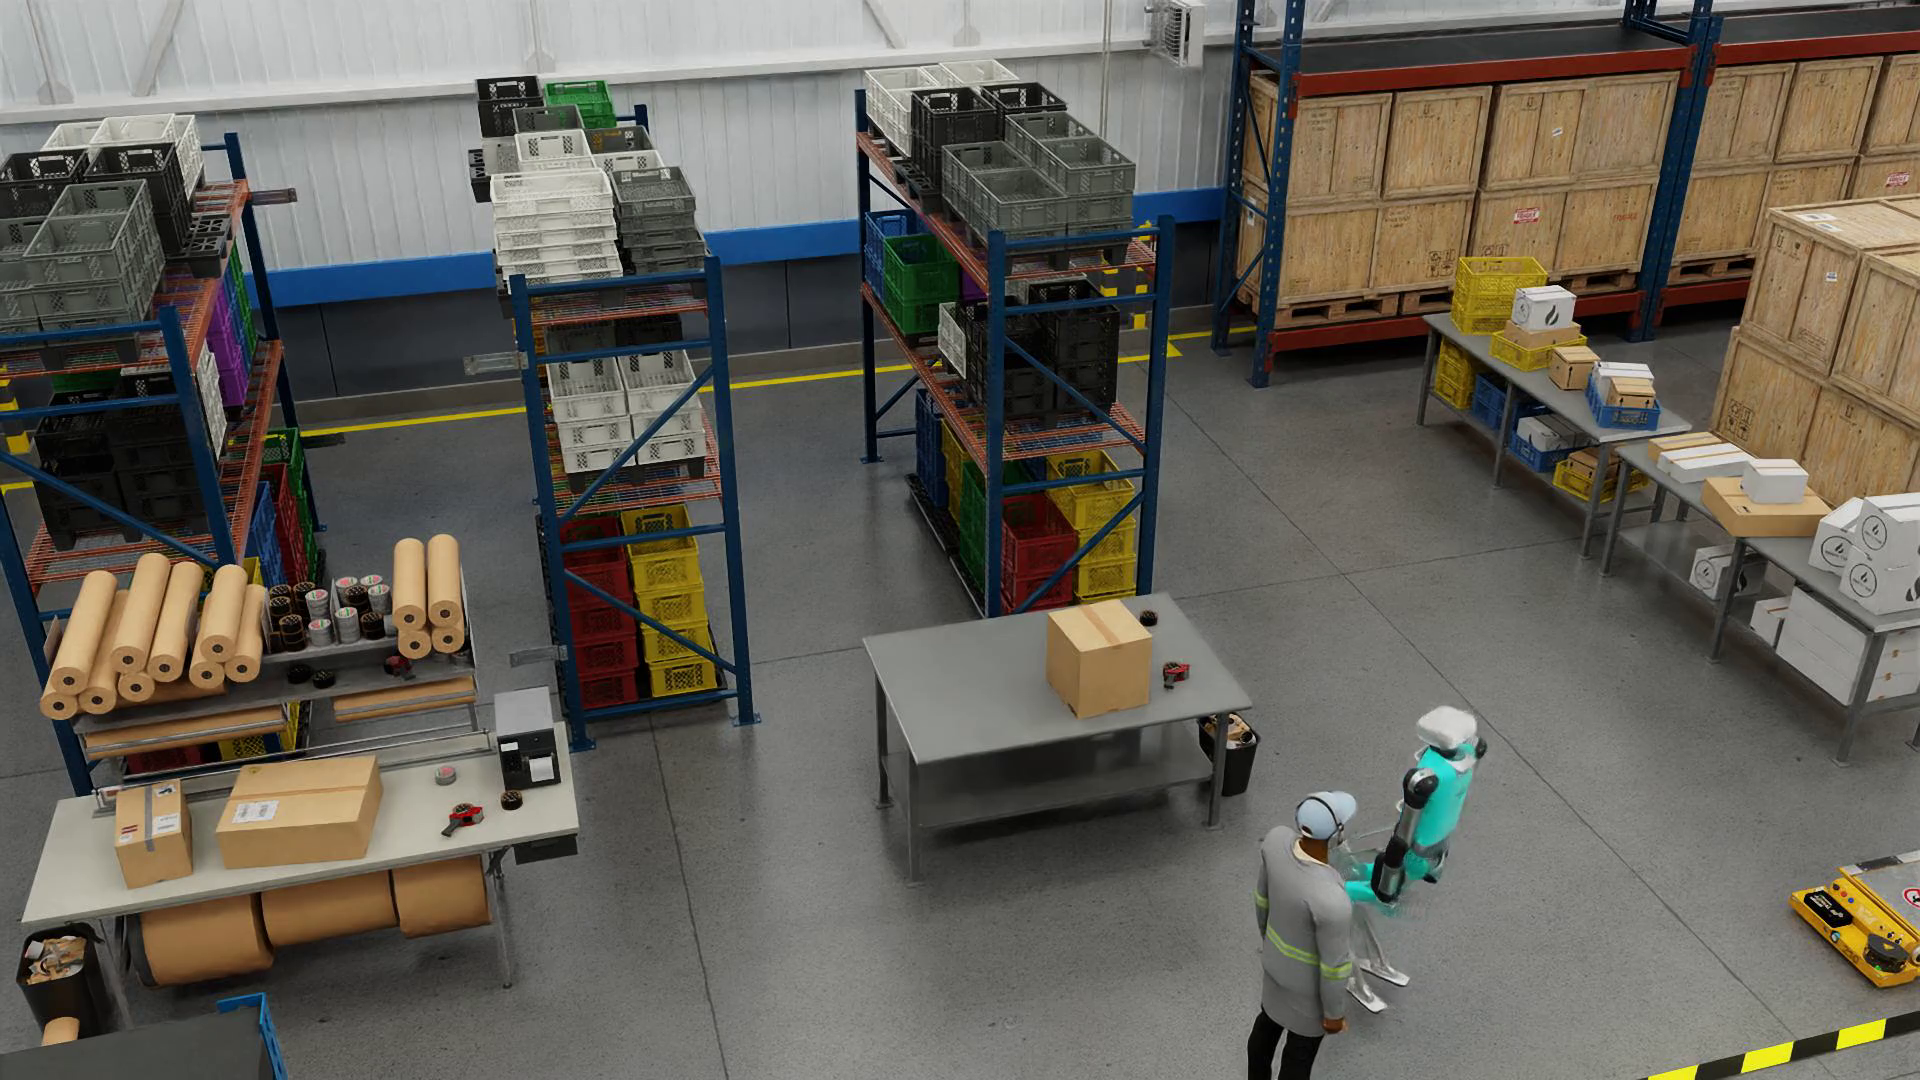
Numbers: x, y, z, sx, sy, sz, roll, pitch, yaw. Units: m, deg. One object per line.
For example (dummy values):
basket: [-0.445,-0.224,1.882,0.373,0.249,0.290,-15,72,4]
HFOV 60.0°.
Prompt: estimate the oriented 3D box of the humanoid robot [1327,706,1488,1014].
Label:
humanoid robot: [2.001,1.439,7.879,0.533,1.677,0.735,-24,37,-37]

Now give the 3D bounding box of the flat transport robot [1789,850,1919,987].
flat transport robot: [5.163,1.916,8.676,1.431,0.231,0.659,-8,30,-14]

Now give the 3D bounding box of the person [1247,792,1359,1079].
person: [1.488,1.841,7.167,0.372,1.852,0.596,-11,31,-20]
